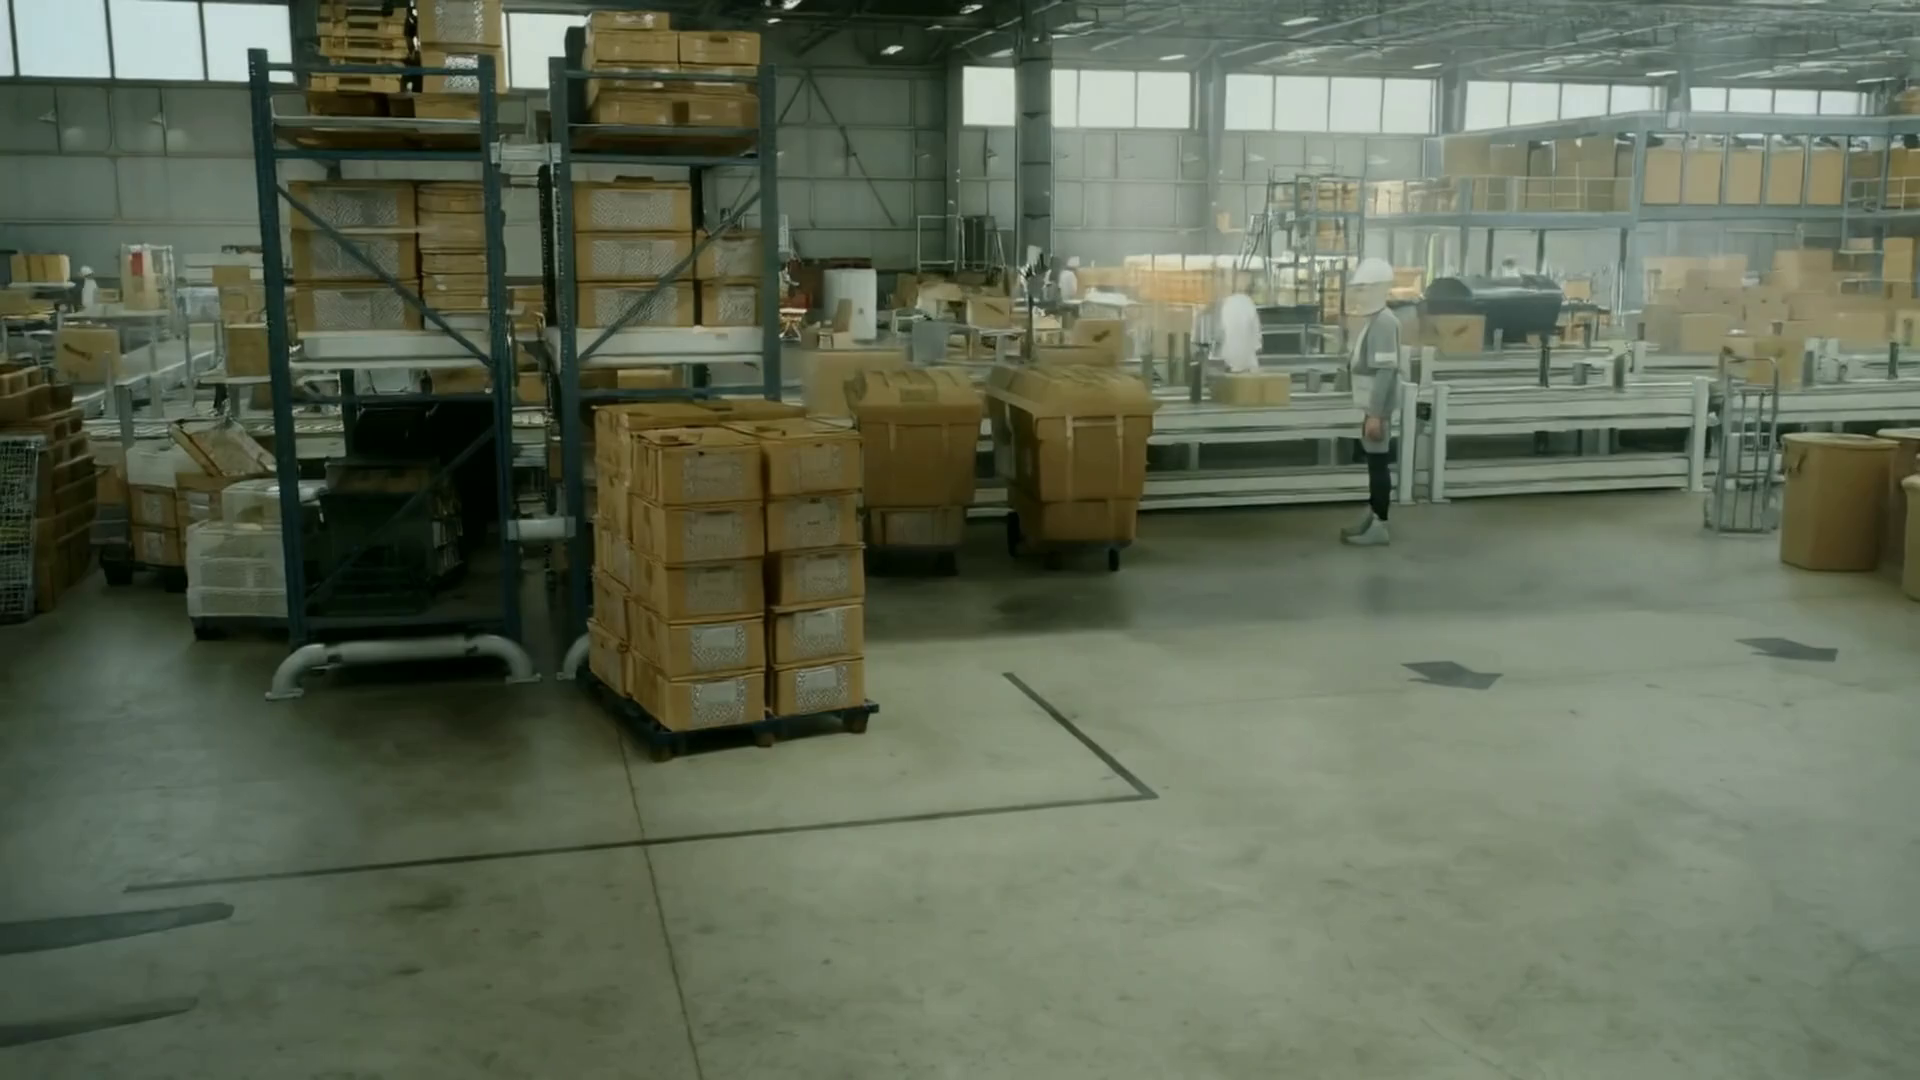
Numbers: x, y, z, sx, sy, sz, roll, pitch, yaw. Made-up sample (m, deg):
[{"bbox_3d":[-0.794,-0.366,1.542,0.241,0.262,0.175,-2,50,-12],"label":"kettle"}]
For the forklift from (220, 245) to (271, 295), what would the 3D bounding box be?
[{"bbox_3d":[-17.749,-6.334,41.440,1.157,1.987,2.680,-3,10,-17],"label":"forklift"}]

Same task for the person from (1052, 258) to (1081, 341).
[{"bbox_3d":[2.390,-5.161,36.006,0.934,1.875,0.585,-4,11,-21],"label":"person"}]

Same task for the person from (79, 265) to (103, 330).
[{"bbox_3d":[-17.305,-4.572,33.019,0.555,1.745,0.554,10,14,44],"label":"person"}]

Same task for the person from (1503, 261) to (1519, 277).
[{"bbox_3d":[11.700,-5.000,35.271,0.595,1.824,0.404,6,12,30],"label":"person"}]

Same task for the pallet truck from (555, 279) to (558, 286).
[{"bbox_3d":[-10.604,-6.375,44.520,0.653,1.274,1.630,-3,10,-15],"label":"pallet truck"}]

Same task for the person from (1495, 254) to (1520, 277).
[{"bbox_3d":[13.380,-6.027,40.738,0.630,1.951,1.009,0,10,1],"label":"person"}]

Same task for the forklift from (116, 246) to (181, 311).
[{"bbox_3d":[-19.966,-6.232,40.894,1.157,1.987,2.680,-3,10,-15],"label":"forklift"}]

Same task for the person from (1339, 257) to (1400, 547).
[{"bbox_3d":[2.918,-0.970,11.815,0.379,2.045,0.605,2,10,10],"label":"person"}]

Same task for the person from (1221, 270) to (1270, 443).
[{"bbox_3d":[2.941,-1.936,17.737,0.712,1.884,0.653,-2,10,-13],"label":"person"}]
